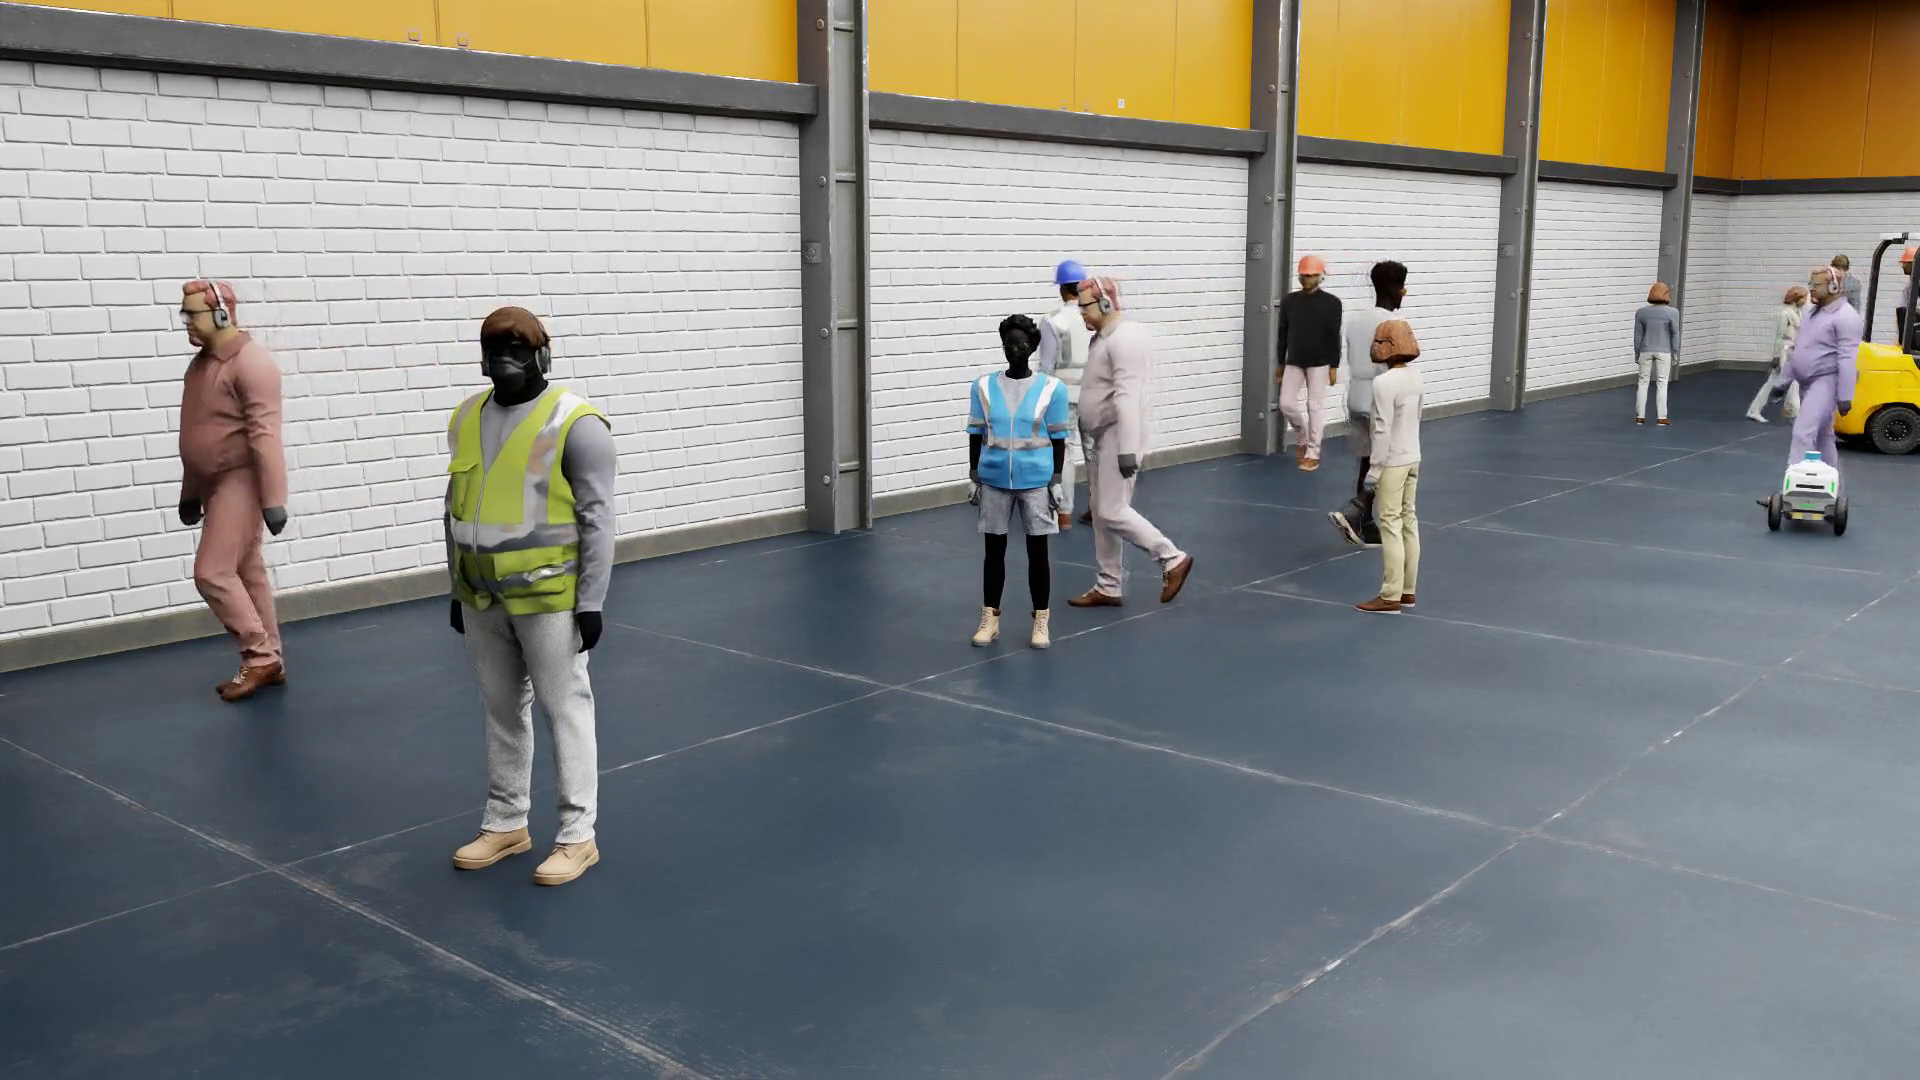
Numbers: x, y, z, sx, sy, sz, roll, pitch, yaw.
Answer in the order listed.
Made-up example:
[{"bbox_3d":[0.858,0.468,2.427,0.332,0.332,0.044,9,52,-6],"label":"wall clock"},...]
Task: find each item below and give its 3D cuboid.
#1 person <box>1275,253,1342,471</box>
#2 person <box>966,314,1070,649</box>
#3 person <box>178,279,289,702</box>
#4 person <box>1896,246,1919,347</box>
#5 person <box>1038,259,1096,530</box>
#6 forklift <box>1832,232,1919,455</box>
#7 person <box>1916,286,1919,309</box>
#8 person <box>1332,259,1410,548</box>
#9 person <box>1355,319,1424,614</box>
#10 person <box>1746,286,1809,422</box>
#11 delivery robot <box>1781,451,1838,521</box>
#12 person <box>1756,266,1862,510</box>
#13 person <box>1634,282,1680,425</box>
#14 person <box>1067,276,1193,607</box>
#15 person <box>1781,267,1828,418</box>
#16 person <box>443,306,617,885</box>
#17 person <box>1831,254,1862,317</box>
[{"bbox_3d":[3.179,-1.623,15.217,0.641,1.976,0.453,7,12,34],"label":"person"},{"bbox_3d":[0.286,-0.293,8.443,0.535,1.700,0.318,2,10,12],"label":"person"},{"bbox_3d":[-3.308,-0.217,7.467,0.511,1.884,0.661,-9,13,-42],"label":"person"},{"bbox_3d":[11.416,-2.498,20.022,0.369,2.044,0.608,7,12,36],"label":"person"},{"bbox_3d":[0.827,-1.040,11.989,0.608,1.948,0.400,-5,11,-27],"label":"person"},{"bbox_3d":[9.955,-1.972,16.595,2.313,2.155,1.214,1,10,8],"label":"forklift"},{"bbox_3d":[10.908,-2.137,18.970,0.628,1.681,0.543,6,12,31],"label":"person"},{"bbox_3d":[2.734,-0.877,11.082,0.529,1.940,0.609,-4,11,-24],"label":"person"},{"bbox_3d":[2.405,-0.404,9.261,0.284,1.633,0.501,8,13,39],"label":"person"},{"bbox_3d":[9.490,-2.118,19.126,0.823,1.596,0.506,8,13,37],"label":"person"},{"bbox_3d":[6.161,-0.400,12.044,0.477,0.478,0.707,5,11,27],"label":"delivery robot"},{"bbox_3d":[6.520,-1.166,12.891,0.804,1.880,0.650,1,10,5],"label":"person"},{"bbox_3d":[7.984,-2.130,19.083,0.500,1.636,0.285,8,13,37],"label":"person"},{"bbox_3d":[0.943,-0.536,9.337,0.600,1.874,0.699,-1,10,-5],"label":"person"},{"bbox_3d":[10.169,-2.301,19.616,0.646,1.795,0.910,-5,11,-28],"label":"person"},{"bbox_3d":[-1.407,0.179,5.347,0.633,1.843,0.429,5,11,25],"label":"person"},{"bbox_3d":[12.115,-2.977,23.045,0.633,1.938,0.356,9,13,42],"label":"person"}]
